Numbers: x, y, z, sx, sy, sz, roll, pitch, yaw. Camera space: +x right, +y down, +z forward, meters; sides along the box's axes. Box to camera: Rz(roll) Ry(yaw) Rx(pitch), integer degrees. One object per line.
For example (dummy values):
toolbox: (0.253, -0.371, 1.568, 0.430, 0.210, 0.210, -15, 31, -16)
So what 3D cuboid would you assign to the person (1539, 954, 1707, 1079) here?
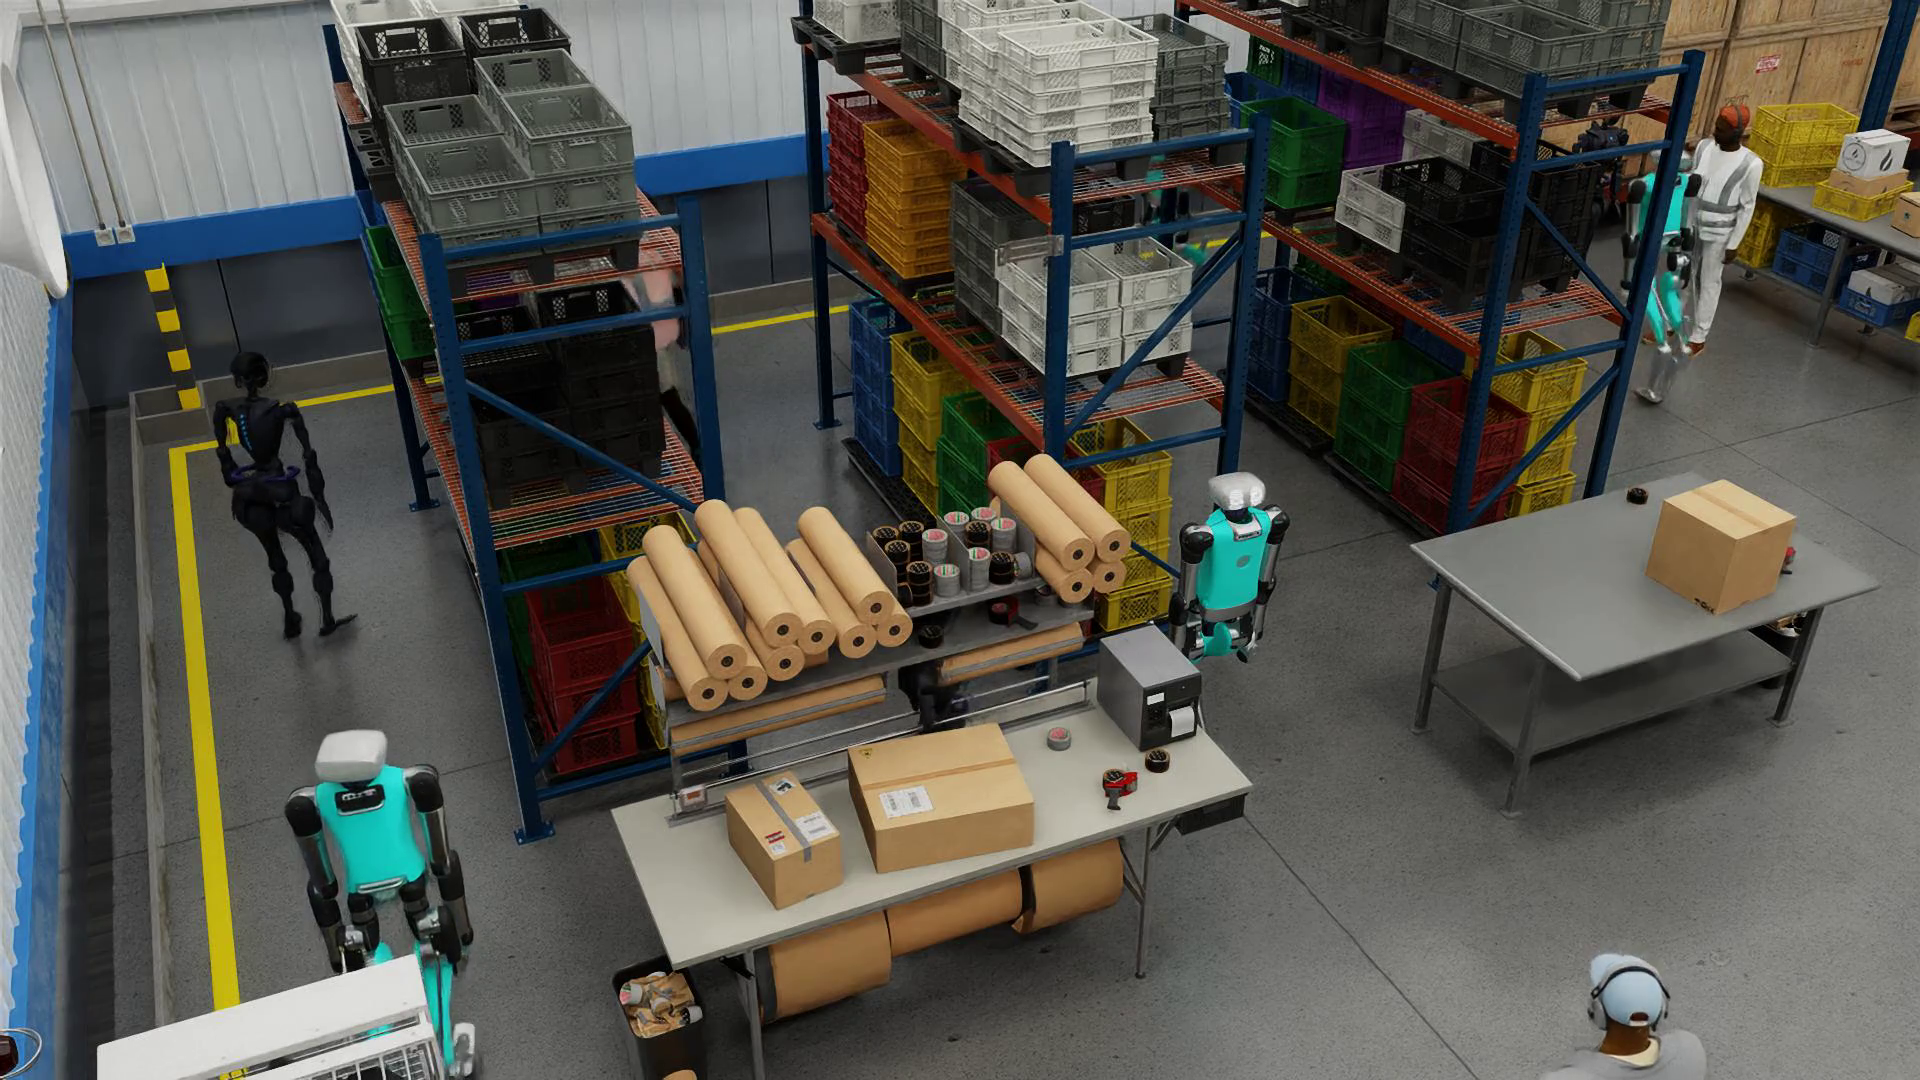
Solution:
person: (1.935, 2.006, 5.207, 0.589, 1.848, 0.404, -12, 33, -18)

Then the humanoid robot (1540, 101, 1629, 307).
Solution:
humanoid robot: (4.872, -2.634, 12.890, 0.599, 1.657, 0.315, -13, 34, -20)

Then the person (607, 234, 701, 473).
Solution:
person: (-1.994, -1.312, 10.536, 0.979, 1.911, 0.603, 12, 34, 19)

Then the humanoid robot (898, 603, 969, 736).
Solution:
humanoid robot: (-0.164, 0.896, 7.184, 0.663, 1.635, 0.595, 2, 32, 3)

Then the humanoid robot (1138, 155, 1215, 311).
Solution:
humanoid robot: (1.628, -2.361, 12.419, 0.808, 1.793, 0.555, -18, 36, -26)

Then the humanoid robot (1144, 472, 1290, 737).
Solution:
humanoid robot: (1.118, 0.339, 7.891, 0.533, 1.677, 0.735, -13, 34, -20)

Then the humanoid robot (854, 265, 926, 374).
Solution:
humanoid robot: (-0.518, -1.891, 11.641, 0.721, 1.785, 0.531, -26, 40, -36)

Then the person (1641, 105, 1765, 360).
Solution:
person: (5.413, -2.234, 12.057, 0.355, 1.886, 0.572, -16, 35, -24)

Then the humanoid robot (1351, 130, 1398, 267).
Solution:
humanoid robot: (3.115, -2.345, 12.447, 0.603, 1.635, 0.647, -18, 36, -27)

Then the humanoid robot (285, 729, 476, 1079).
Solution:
humanoid robot: (-2.028, 1.575, 6.001, 0.550, 1.739, 0.893, -8, 33, -13)

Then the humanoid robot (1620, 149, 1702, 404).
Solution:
humanoid robot: (4.838, -1.690, 11.390, 0.543, 1.844, 0.803, -7, 32, -11)

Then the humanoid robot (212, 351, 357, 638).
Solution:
humanoid robot: (-3.720, -0.226, 9.007, 0.603, 1.640, 0.409, 3, 32, 5)
